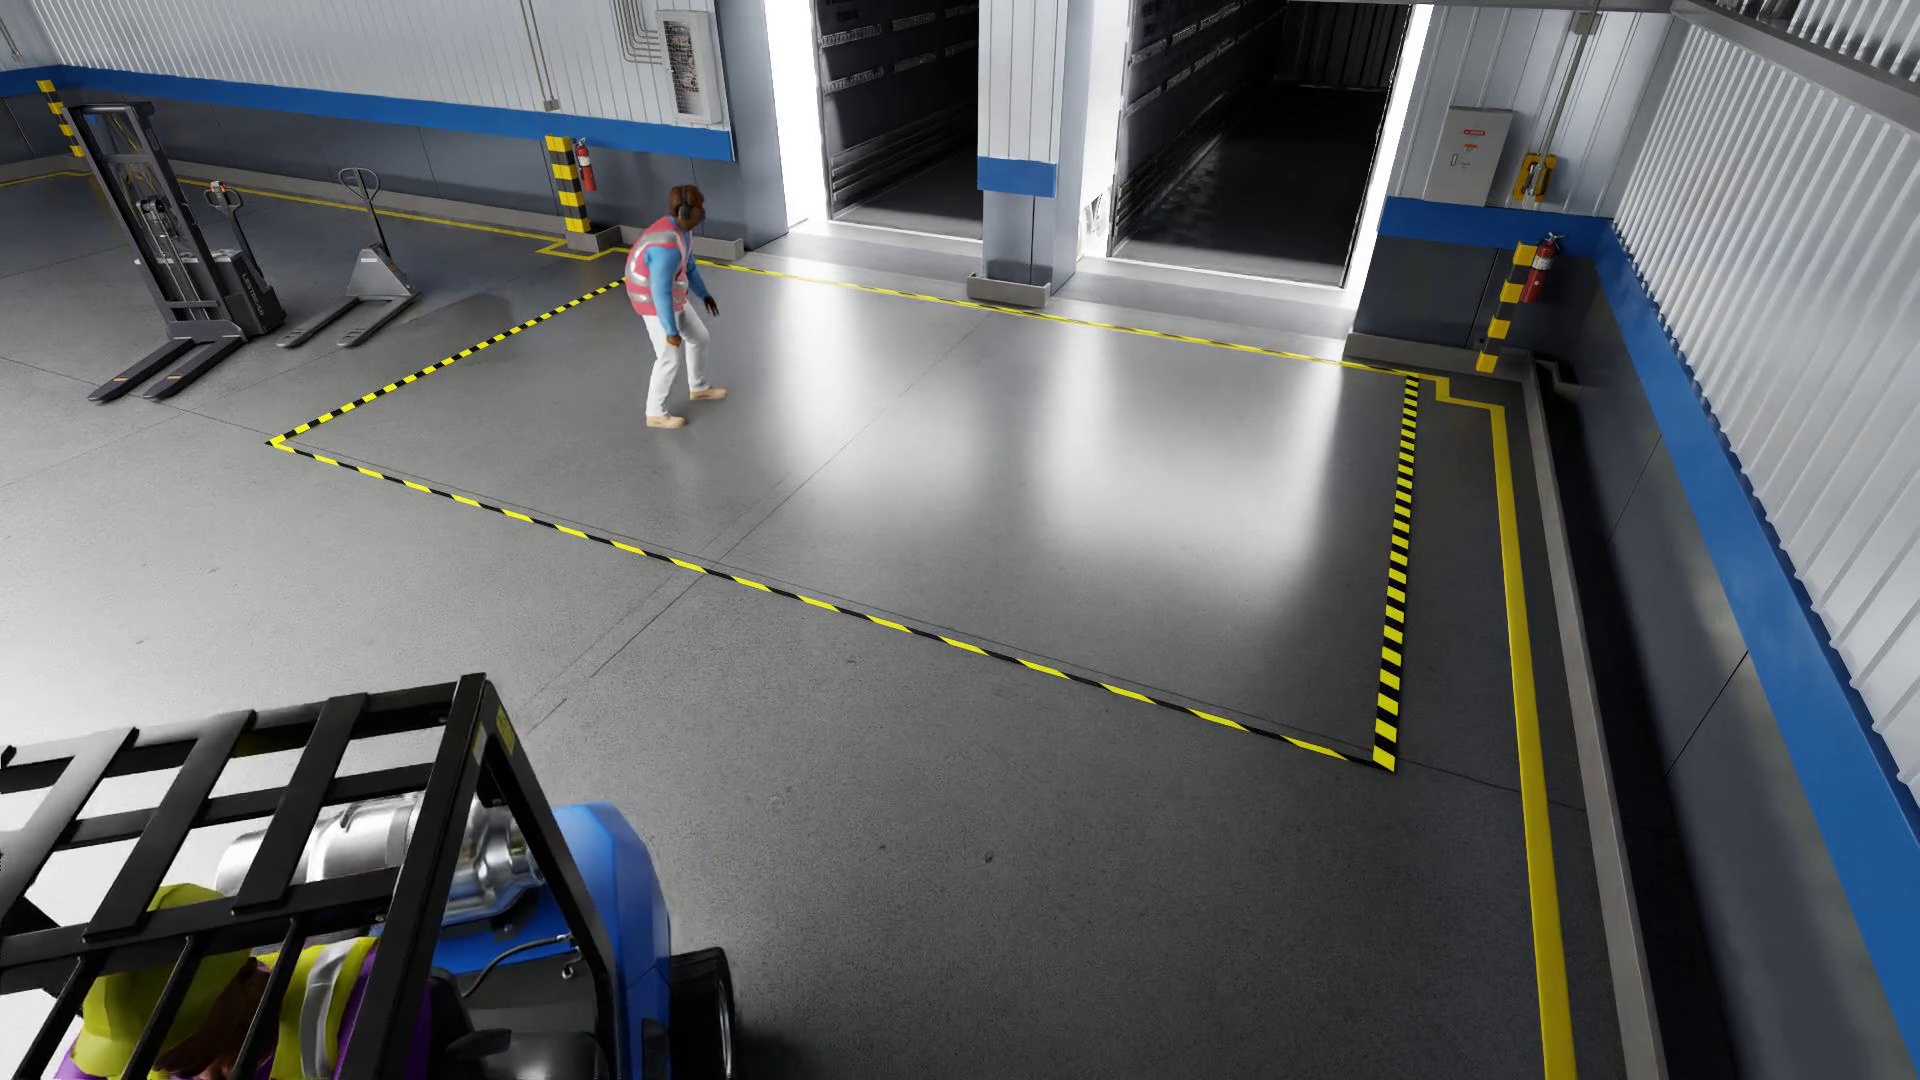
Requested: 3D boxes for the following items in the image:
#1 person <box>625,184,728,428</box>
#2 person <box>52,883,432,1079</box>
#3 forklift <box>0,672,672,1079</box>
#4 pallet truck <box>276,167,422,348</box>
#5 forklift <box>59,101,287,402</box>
[{"bbox_3d":[-2.096,-1.722,6.759,0.637,1.692,0.809,-3,35,-4],"label":"person"},{"bbox_3d":[-1.213,1.310,1.509,0.635,1.294,1.004,-8,36,-11],"label":"person"},{"bbox_3d":[-1.220,1.429,1.666,1.157,2.036,2.680,-8,36,-11],"label":"forklift"},{"bbox_3d":[-5.732,-2.611,8.414,0.680,1.201,1.601,-1,35,-1],"label":"pallet truck"},{"bbox_3d":[-6.686,-2.387,7.434,0.823,1.965,1.885,-3,35,-5],"label":"forklift"}]
